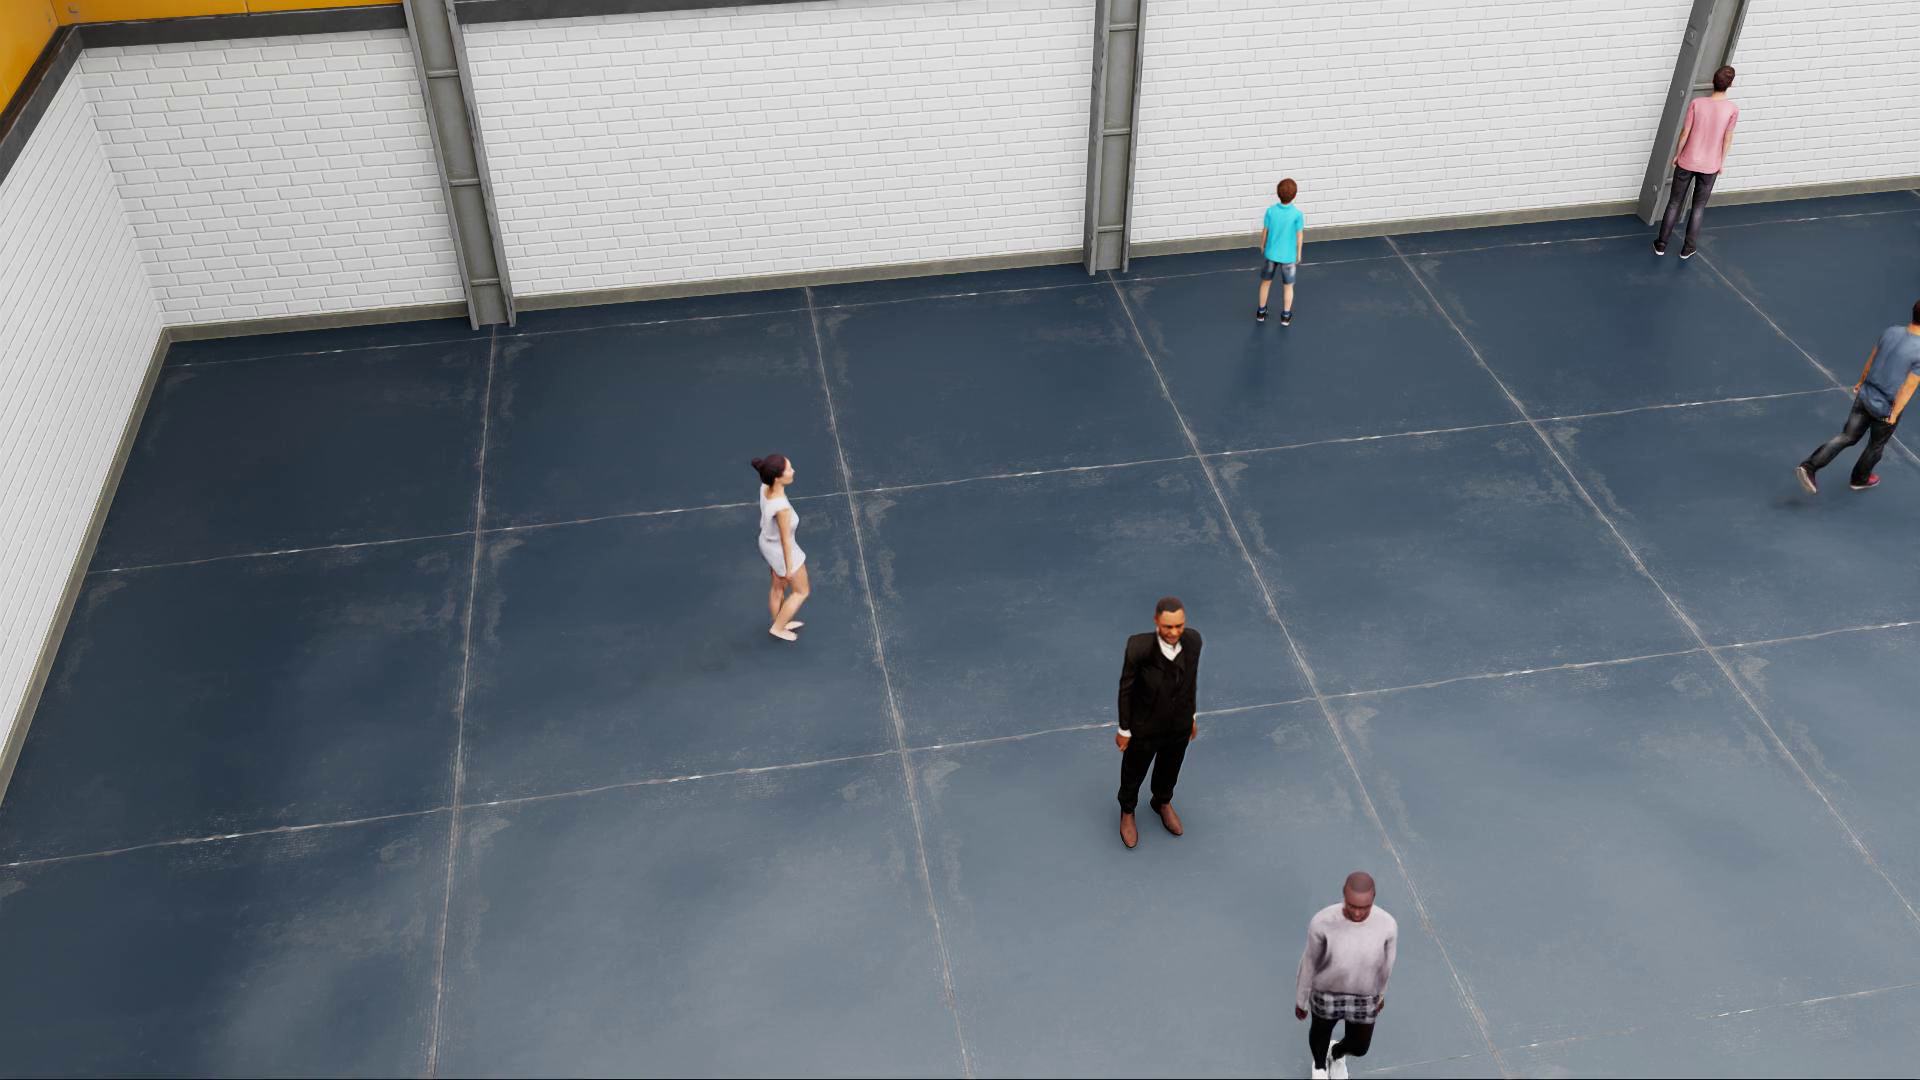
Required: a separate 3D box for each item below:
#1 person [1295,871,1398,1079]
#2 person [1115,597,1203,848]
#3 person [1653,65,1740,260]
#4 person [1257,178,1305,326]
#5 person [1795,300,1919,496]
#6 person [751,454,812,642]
[{"bbox_3d":[2.047,2.331,8.917,0.632,1.767,0.772,3,39,4],"label":"person"},{"bbox_3d":[1.233,1.100,10.348,0.580,1.905,0.768,-10,40,-13],"label":"person"},{"bbox_3d":[7.243,-3.699,16.315,0.667,1.958,0.775,15,41,18],"label":"person"},{"bbox_3d":[2.967,-2.676,15.445,0.584,1.446,0.672,16,41,19],"label":"person"},{"bbox_3d":[7.203,-1.060,13.168,1.142,1.761,0.812,-13,40,-16],"label":"person"},{"bbox_3d":[-1.353,0.086,11.862,0.647,1.601,0.640,-19,42,-22],"label":"person"}]
